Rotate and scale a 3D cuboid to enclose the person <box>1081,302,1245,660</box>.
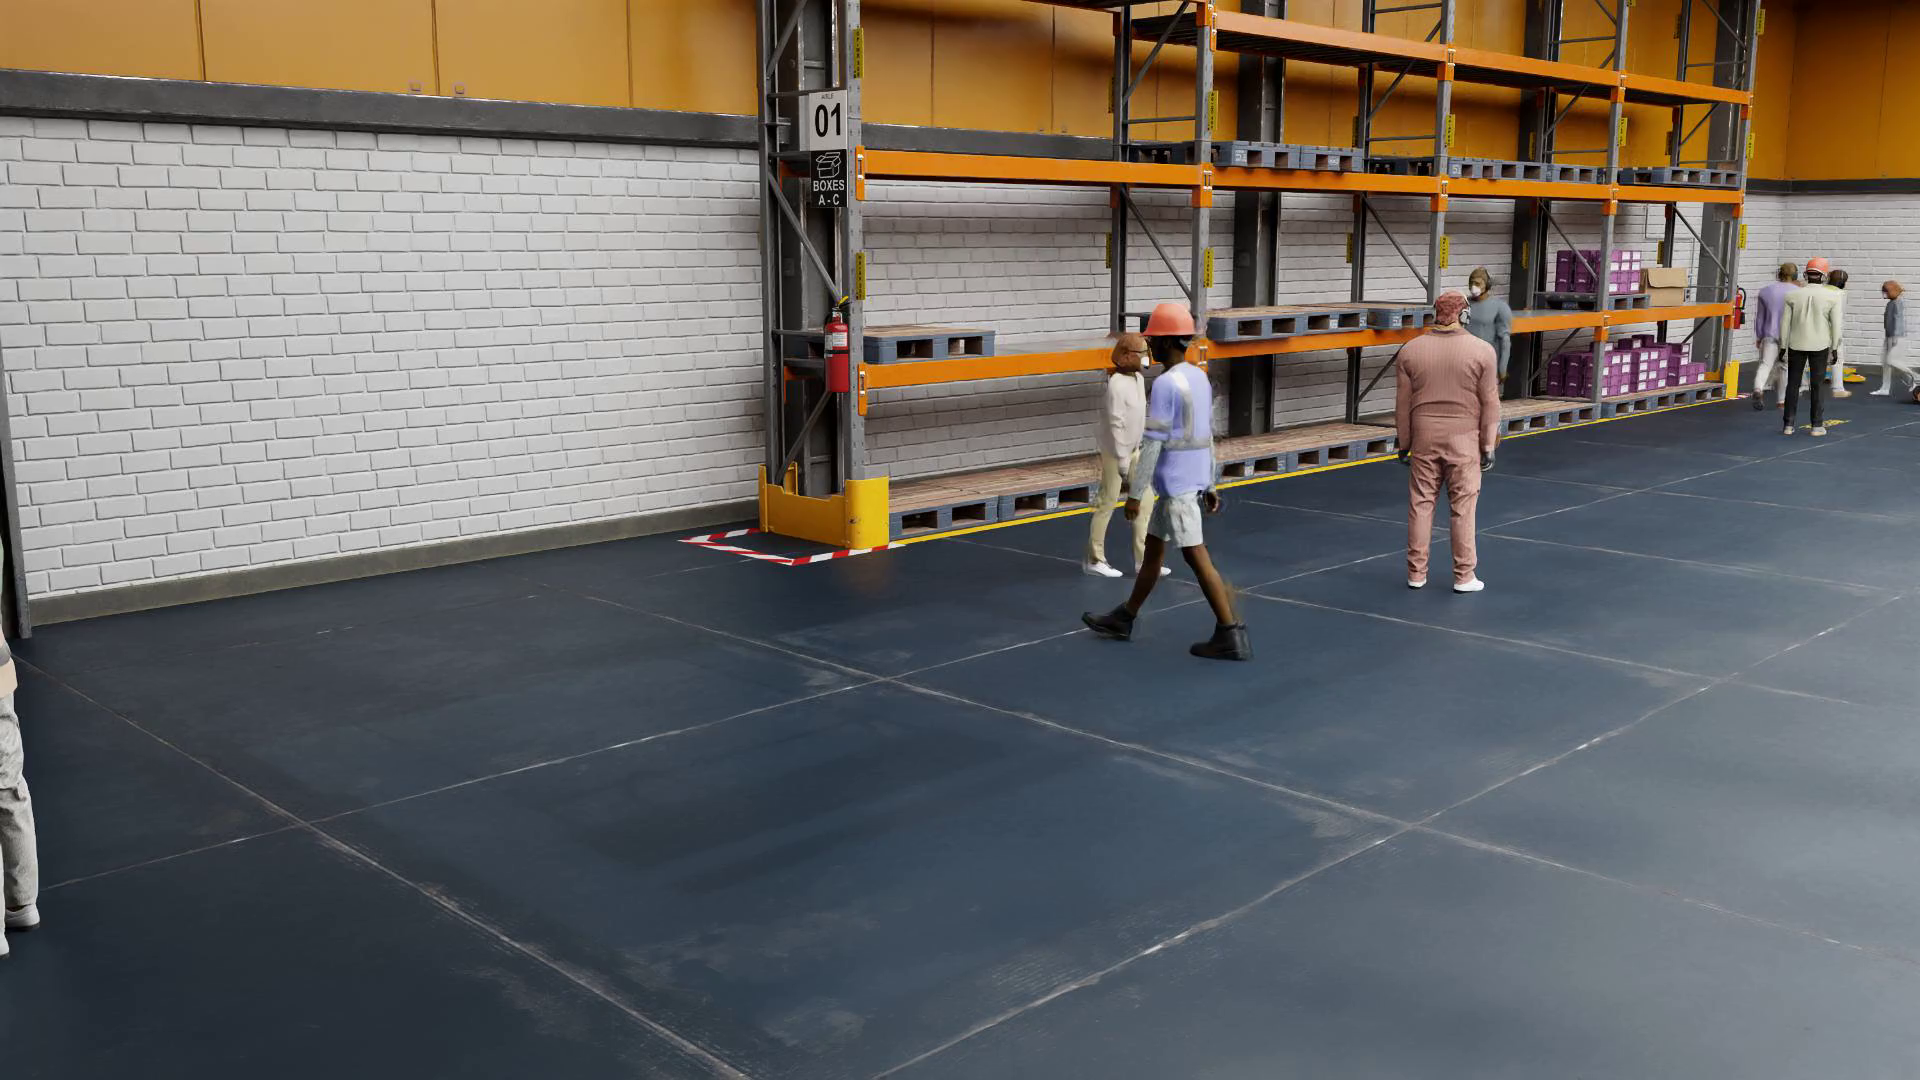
[{"bbox_3d":[1.128,-0.318,8.911,0.998,1.885,0.587,5,12,27],"label":"person"}]

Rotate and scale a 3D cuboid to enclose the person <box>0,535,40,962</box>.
[{"bbox_3d":[-3.089,0.497,5.125,0.313,1.642,0.513,0,10,-2],"label":"person"}]

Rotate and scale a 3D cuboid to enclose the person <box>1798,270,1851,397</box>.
[{"bbox_3d":[11.964,-2.842,23.039,0.806,1.778,0.658,-4,11,-21],"label":"person"}]

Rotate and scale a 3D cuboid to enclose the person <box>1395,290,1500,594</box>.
[{"bbox_3d":[3.069,-0.614,10.479,0.636,1.902,0.406,6,12,30],"label":"person"}]

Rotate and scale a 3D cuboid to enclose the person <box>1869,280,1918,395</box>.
[{"bbox_3d":[13.143,-2.821,23.288,0.535,1.611,0.538,2,11,13],"label":"person"}]

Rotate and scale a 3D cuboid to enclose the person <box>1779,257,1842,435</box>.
[{"bbox_3d":[9.568,-2.176,18.735,0.625,1.992,0.389,7,13,34],"label":"person"}]

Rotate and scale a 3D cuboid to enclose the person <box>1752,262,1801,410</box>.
[{"bbox_3d":[10.452,-2.592,21.250,0.634,1.916,0.881,9,14,42],"label":"person"}]

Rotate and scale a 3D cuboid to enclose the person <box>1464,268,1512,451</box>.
[{"bbox_3d":[5.199,-1.761,16.675,0.633,1.923,0.586,10,14,43],"label":"person"}]

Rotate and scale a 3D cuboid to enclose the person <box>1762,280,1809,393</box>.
[{"bbox_3d":[11.832,-2.912,23.792,0.630,1.620,0.534,2,11,10],"label":"person"}]

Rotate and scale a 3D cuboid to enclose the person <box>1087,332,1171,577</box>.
[{"bbox_3d":[1.124,-0.540,10.823,0.661,1.610,0.545,5,12,27],"label":"person"}]

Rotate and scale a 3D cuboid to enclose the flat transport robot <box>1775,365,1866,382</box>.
[{"bbox_3d":[13.127,-2.586,25.673,1.431,0.197,0.652,3,11,18],"label":"flat transport robot"}]
